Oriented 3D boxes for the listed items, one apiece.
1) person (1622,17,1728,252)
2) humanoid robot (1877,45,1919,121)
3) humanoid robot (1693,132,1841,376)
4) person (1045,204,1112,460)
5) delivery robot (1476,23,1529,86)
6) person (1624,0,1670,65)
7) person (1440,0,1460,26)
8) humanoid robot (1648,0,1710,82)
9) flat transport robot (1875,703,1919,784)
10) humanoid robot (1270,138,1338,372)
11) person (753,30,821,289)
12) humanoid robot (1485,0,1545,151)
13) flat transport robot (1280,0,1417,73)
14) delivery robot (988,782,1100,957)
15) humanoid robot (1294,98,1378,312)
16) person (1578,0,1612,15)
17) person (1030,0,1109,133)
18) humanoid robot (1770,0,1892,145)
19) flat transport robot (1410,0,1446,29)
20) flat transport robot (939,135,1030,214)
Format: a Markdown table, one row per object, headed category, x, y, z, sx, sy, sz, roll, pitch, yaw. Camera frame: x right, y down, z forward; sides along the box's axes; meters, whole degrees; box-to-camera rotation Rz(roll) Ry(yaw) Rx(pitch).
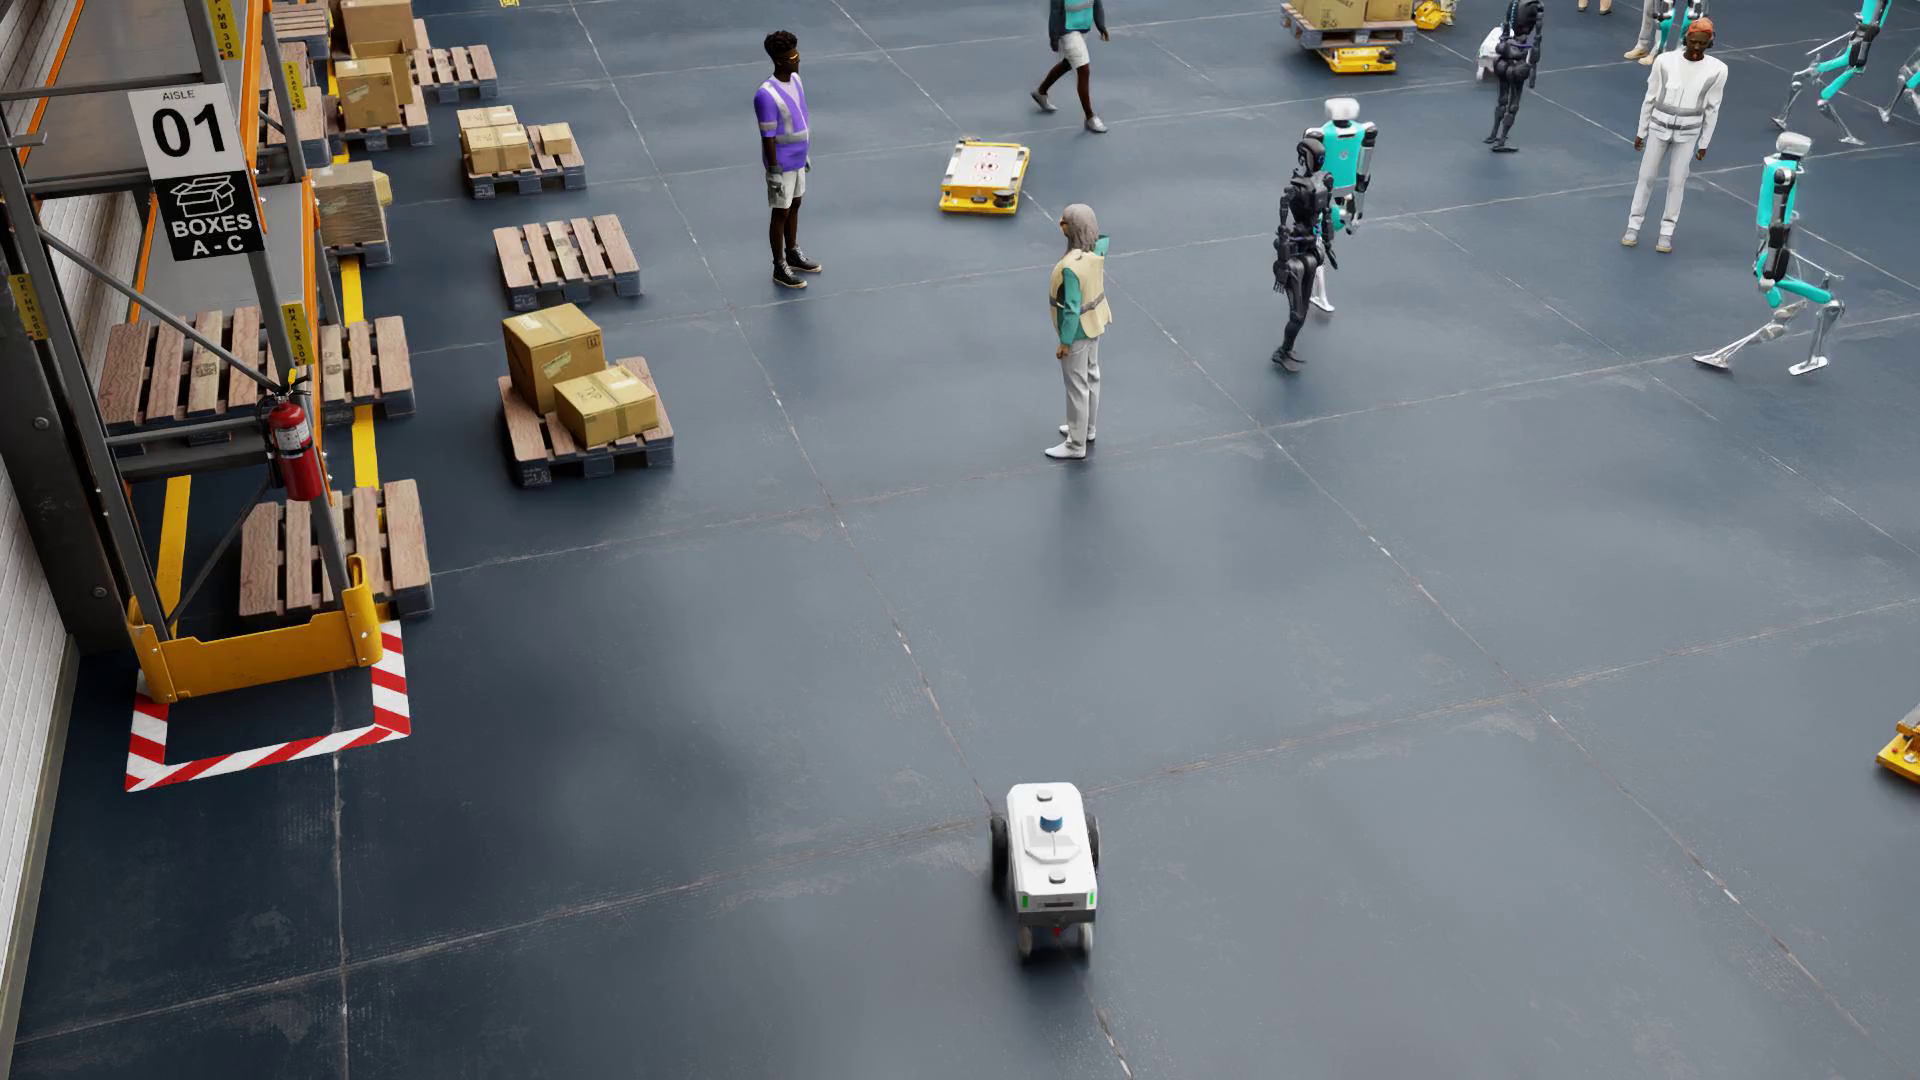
| category | x | y | z | sx | sy | sz | roll | pitch | yaw |
| --- | --- | --- | --- | --- | --- | --- | --- | --- | --- |
| person | 5.745 | -3.256 | 13.382 | 0.573 | 1.880 | 0.361 | 15 | 36 | 22 |
| humanoid robot | 9.203 | -4.722 | 15.813 | 0.545 | 1.810 | 0.948 | -15 | 36 | -22 |
| humanoid robot | 5.836 | -1.909 | 11.495 | 1.046 | 1.771 | 0.571 | 10 | 34 | 14 |
| person | 0.762 | -1.309 | 10.546 | 0.371 | 1.709 | 0.464 | 13 | 35 | 19 |
| delivery robot | 5.684 | -5.121 | 17.466 | 0.499 | 0.610 | 0.814 | 15 | 36 | 21 |
| person | 7.411 | -5.986 | 17.587 | 0.377 | 1.867 | 0.452 | -16 | 36 | -23 |
| person | 5.673 | -6.756 | 18.794 | 0.584 | 1.825 | 0.465 | -8 | 34 | -12 |
| humanoid robot | 7.213 | -5.340 | 16.773 | 0.572 | 1.857 | 0.840 | 9 | 34 | 13 |
| flat transport robot | 5.311 | 0.929 | 8.434 | 1.431 | 0.231 | 0.659 | -25 | 41 | -33 |
| humanoid robot | 2.406 | -2.003 | 11.639 | 0.589 | 1.656 | 0.342 | -26 | 41 | -34 |
| person | -1.326 | -2.932 | 12.804 | 0.368 | 1.966 | 0.601 | 11 | 35 | 16 |
| humanoid robot | 5.142 | -4.472 | 15.429 | 0.359 | 1.644 | 0.590 | -11 | 35 | -16 |
| flat transport robot | 4.203 | -5.407 | 18.152 | 0.659 | 0.231 | 1.431 | -4 | 33 | -6 |
| delivery robot | 0.397 | 1.423 | 7.430 | 0.499 | 0.613 | 0.796 | -2 | 33 | -3 |
| humanoid robot | 2.650 | -2.425 | 12.294 | 0.550 | 1.846 | 0.754 | -6 | 34 | -9 |
| person | 7.502 | -6.950 | 19.237 | 0.472 | 1.669 | 0.389 | 19 | 38 | 27 |
| person | 1.053 | -4.930 | 15.937 | 0.986 | 1.887 | 0.547 | 25 | 41 | 33 |
| humanoid robot | 8.189 | -4.592 | 15.608 | 1.017 | 1.788 | 0.534 | 11 | 35 | 17 |
| flat transport robot | 4.922 | -6.217 | 19.393 | 1.431 | 0.231 | 0.659 | 17 | 37 | 24 |
| flat transport robot | 0.234 | -3.265 | 14.866 | 0.659 | 0.231 | 1.431 | 4 | 33 | 6 |
